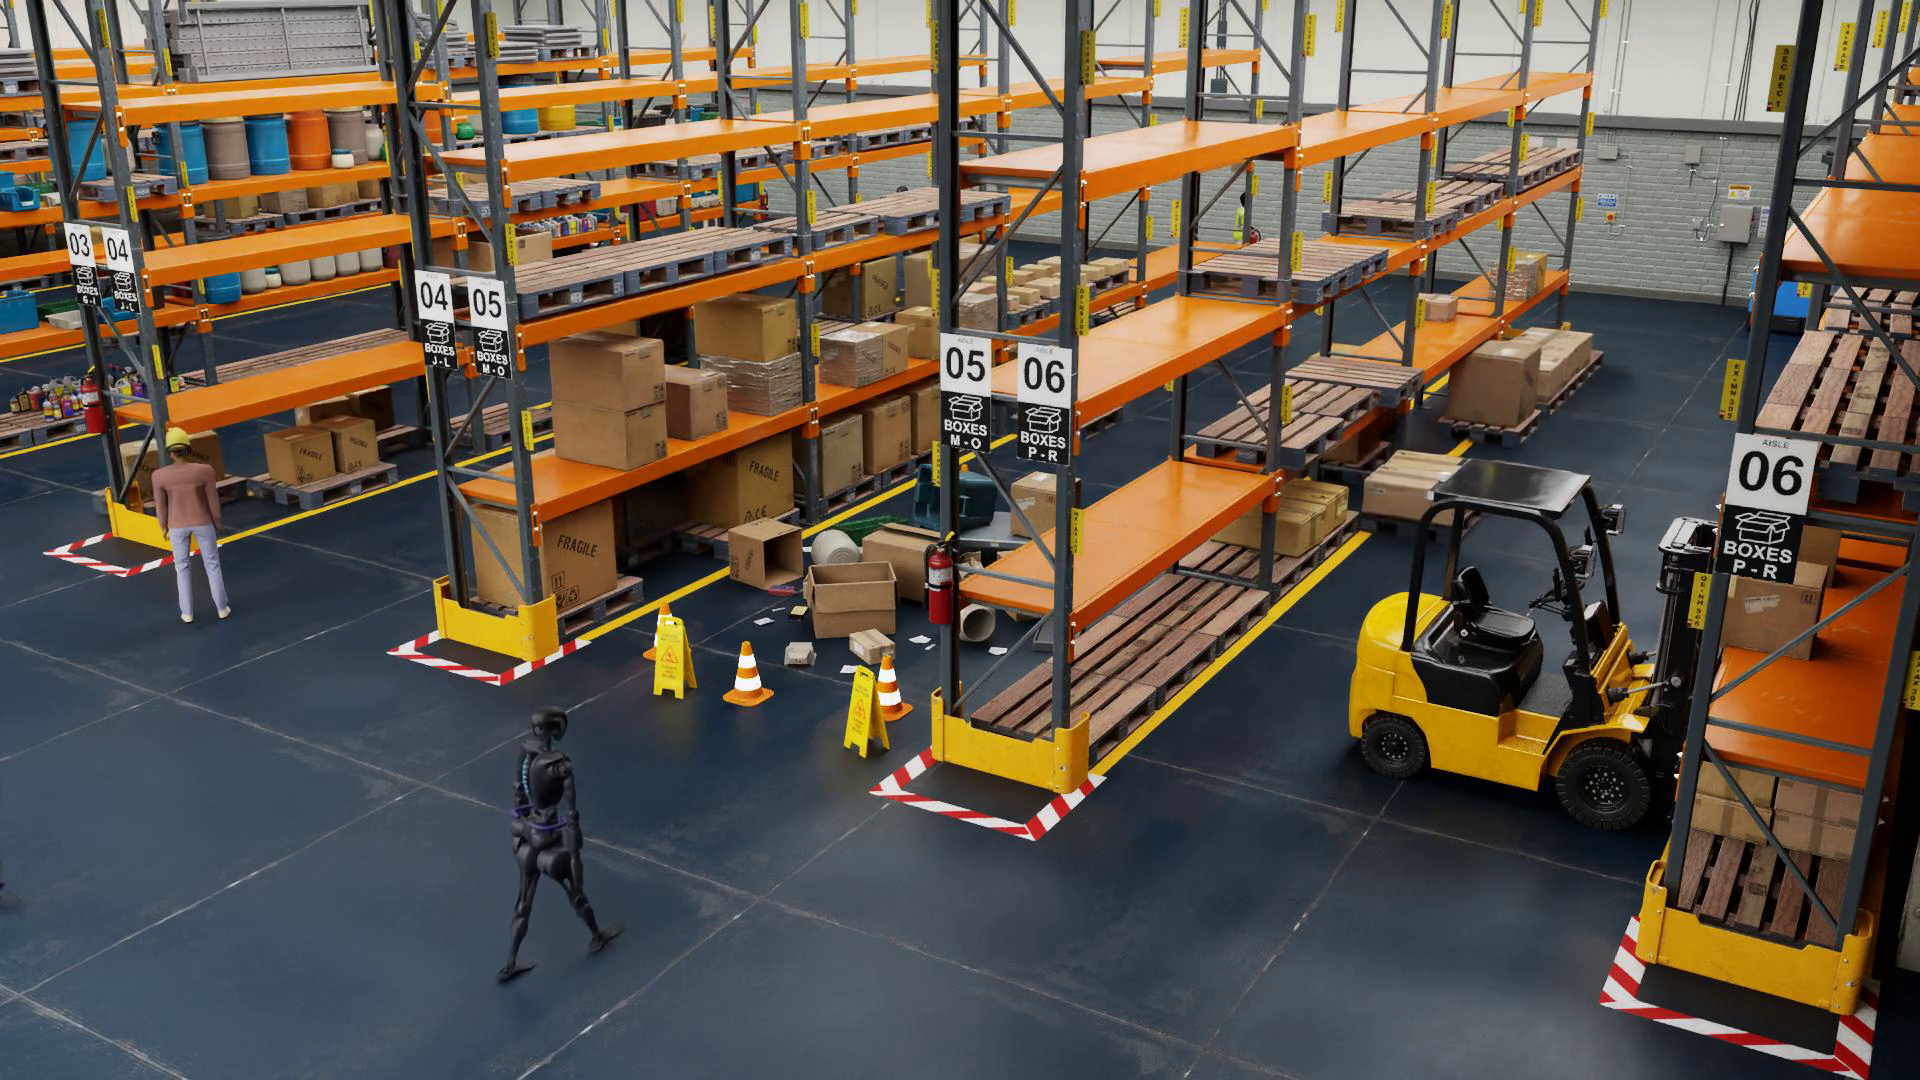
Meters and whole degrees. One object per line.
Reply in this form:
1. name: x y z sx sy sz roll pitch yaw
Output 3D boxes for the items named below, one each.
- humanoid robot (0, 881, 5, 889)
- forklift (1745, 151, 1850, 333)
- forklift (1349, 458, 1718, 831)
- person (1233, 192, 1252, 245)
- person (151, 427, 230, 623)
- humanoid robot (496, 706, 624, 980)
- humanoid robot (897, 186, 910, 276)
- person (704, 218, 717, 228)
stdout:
1. humanoid robot: -6.314 1.534 10.082 0.728 1.638 0.616 4 19 10
2. forklift: 13.620 -4.667 26.137 1.873 2.768 1.129 11 22 29
3. forklift: 3.988 0.658 11.776 2.313 2.155 1.214 11 22 29
4. person: 5.154 -5.509 30.369 0.319 1.687 0.537 -1 19 -4
5. person: -6.815 -0.135 14.731 0.521 1.760 0.343 -7 20 -20
6. humanoid robot: -2.376 1.710 9.589 0.616 1.620 0.774 16 25 38
7. humanoid robot: -1.056 -5.810 31.236 0.315 1.657 0.599 -2 19 -7
8. person: -5.240 -7.062 34.864 0.489 1.688 0.351 -6 20 -18
